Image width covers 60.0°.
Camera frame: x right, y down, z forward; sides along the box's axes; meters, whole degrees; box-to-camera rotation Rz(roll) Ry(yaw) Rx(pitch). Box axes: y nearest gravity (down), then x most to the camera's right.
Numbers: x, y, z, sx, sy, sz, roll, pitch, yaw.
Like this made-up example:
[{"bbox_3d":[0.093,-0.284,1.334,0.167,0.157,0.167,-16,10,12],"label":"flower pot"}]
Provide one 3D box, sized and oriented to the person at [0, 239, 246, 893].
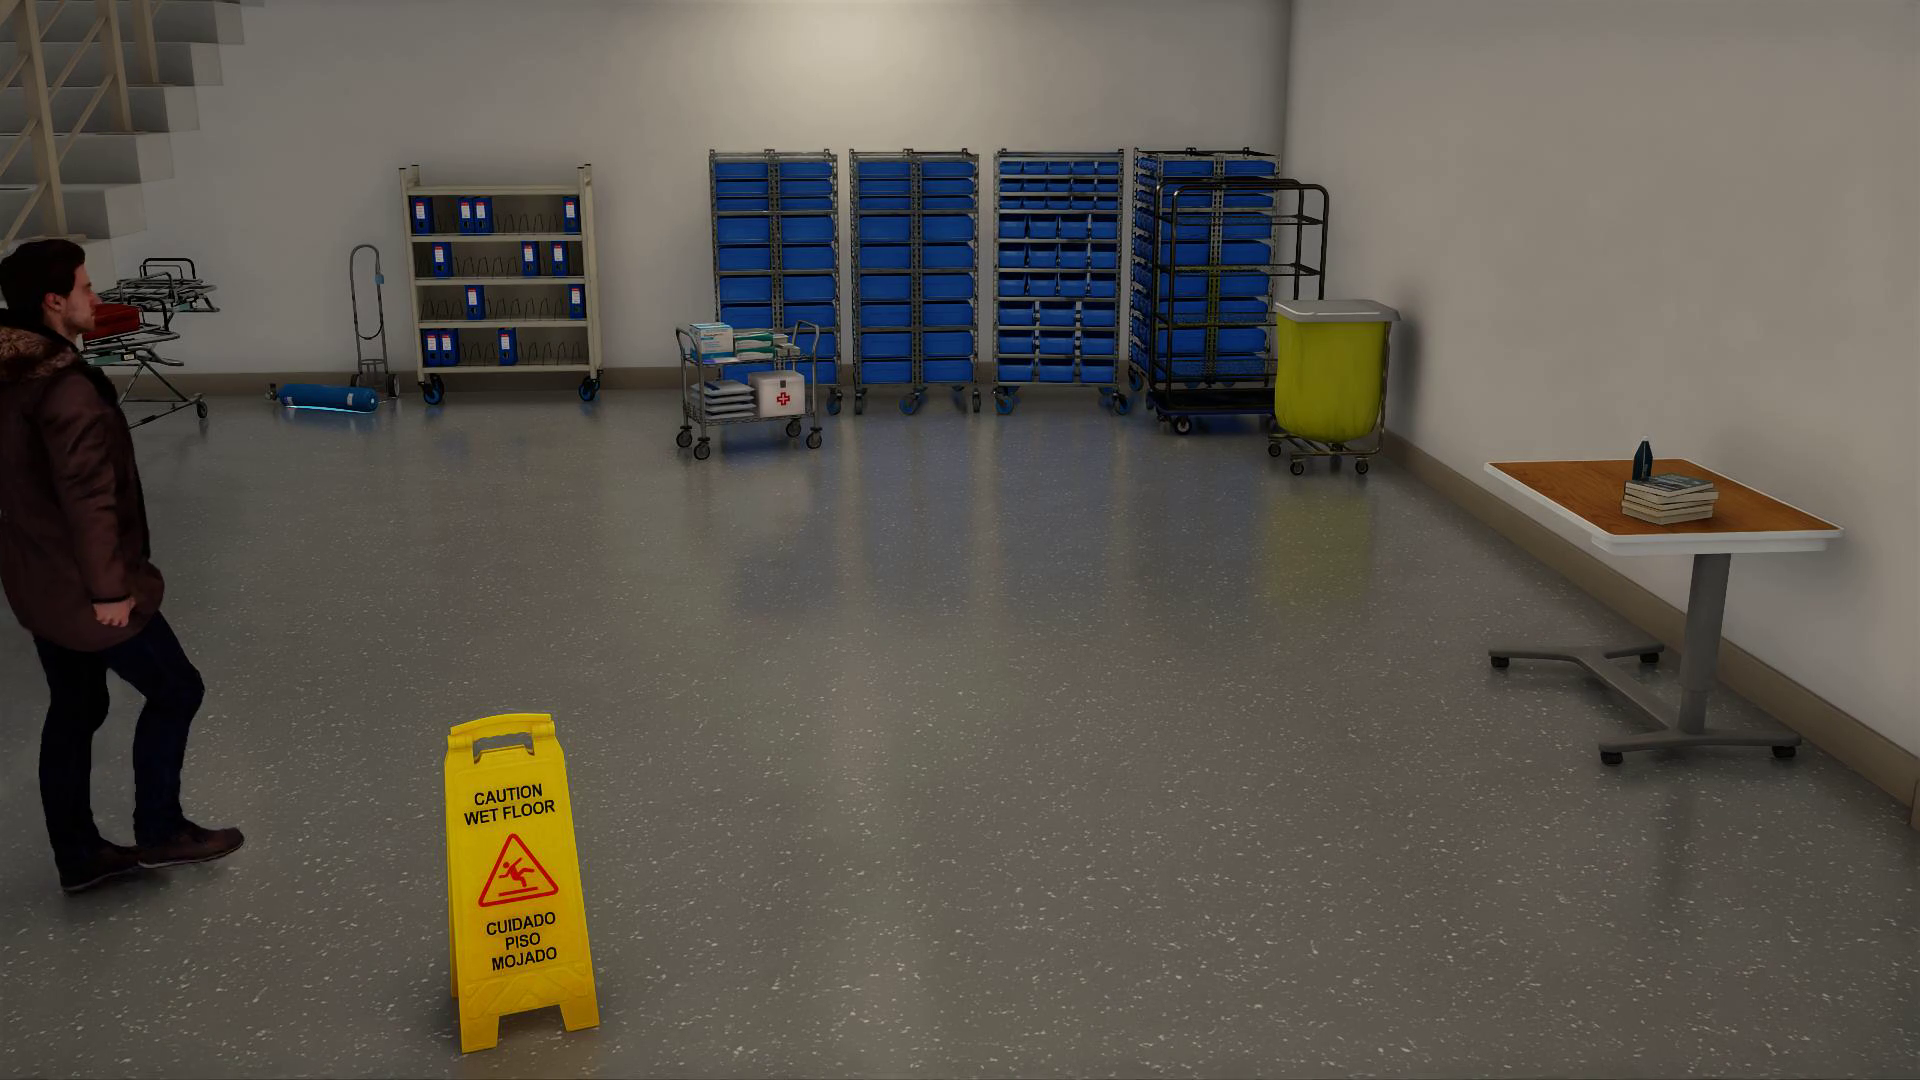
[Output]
[{"bbox_3d":[-2.493,0.119,4.550,0.930,1.834,0.998,15,21,42],"label":"person"}]
